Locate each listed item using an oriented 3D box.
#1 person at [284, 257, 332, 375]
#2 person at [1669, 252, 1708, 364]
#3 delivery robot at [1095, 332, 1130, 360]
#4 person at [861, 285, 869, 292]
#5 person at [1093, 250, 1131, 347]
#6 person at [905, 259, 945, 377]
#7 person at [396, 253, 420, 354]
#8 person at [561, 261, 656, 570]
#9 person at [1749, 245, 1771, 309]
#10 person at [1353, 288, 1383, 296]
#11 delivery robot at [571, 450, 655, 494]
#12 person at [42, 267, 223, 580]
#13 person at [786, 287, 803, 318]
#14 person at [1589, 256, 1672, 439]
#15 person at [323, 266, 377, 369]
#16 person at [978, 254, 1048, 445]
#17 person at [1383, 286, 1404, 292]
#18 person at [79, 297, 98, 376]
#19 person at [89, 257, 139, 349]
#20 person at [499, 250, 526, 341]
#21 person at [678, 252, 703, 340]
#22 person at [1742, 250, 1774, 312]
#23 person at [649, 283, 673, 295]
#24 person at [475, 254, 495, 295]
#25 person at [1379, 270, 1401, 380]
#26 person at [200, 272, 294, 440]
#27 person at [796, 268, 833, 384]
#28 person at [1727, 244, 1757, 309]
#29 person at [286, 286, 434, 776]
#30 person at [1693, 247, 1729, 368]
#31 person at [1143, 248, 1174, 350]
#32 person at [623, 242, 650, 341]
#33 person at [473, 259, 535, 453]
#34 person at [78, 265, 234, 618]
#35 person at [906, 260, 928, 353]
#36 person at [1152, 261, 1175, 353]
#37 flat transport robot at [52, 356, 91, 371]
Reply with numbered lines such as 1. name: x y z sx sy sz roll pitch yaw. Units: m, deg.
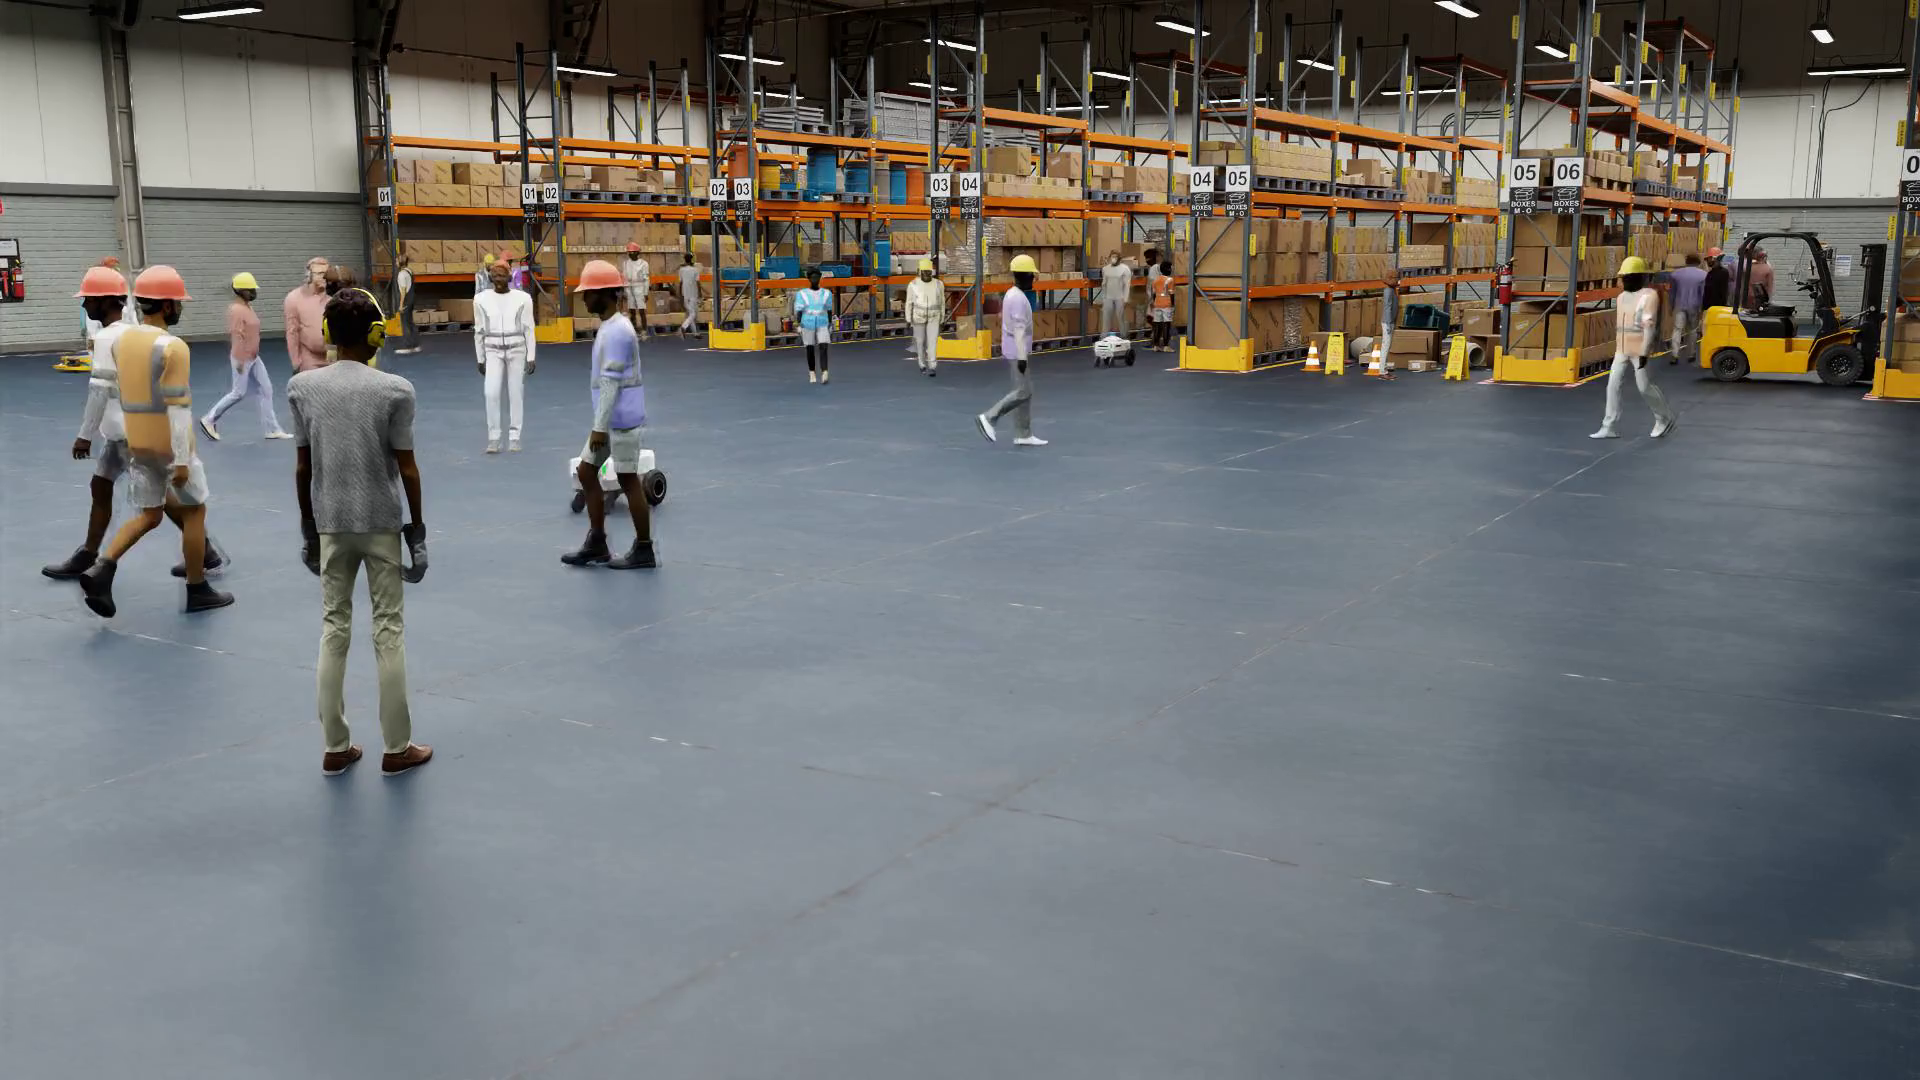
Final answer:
1. person: -6.086 -1.743 15.893 0.636 1.895 0.432 -5 11 -26
2. person: 12.241 -3.898 27.990 0.647 1.892 1.047 7 12 33
3. delivery robot: 2.517 -3.181 27.406 0.477 0.478 0.707 6 12 32
4. person: -2.548 -7.164 46.318 0.595 1.867 0.991 6 12 29
5. person: 2.905 -4.556 31.619 0.655 1.890 0.991 6 12 32
6. person: -0.530 -3.400 25.473 0.615 1.781 0.947 -1 10 -4
7. person: -10.200 -4.353 30.619 0.331 1.844 0.517 0 10 2
8. person: -2.214 -0.745 10.225 0.699 1.912 0.547 -4 11 -20
9. person: 17.779 -5.633 37.243 0.704 2.000 0.888 4 11 19
10. person: 9.169 -5.525 37.361 0.645 1.794 0.971 5 11 28
11. delivery robot: -2.647 -0.555 12.697 0.477 0.478 0.707 4 11 23
12. person: -5.007 -0.689 10.006 1.014 1.893 0.541 -3 11 -18
13. person: -3.594 -5.288 36.482 0.520 1.622 0.475 7 12 33
14. person: 7.032 -1.988 17.243 0.908 1.898 0.591 -4 11 -22
15. person: -5.493 -1.546 14.969 0.464 1.818 0.644 -3 10 -15
16. person: 0.546 -1.880 16.572 0.618 1.914 0.600 0 10 1
17. person: 10.299 -5.930 39.601 0.581 1.799 0.955 8 13 38
18. person: -12.098 -2.963 23.442 0.552 1.619 0.541 -6 12 -31
19. person: -10.157 -2.494 20.200 0.923 1.841 0.606 3 10 15
20. person: -8.625 -4.630 32.048 0.559 1.899 0.978 6 12 30
21. person: -5.662 -5.100 34.814 0.527 1.850 0.791 6 12 29
22. person: 16.407 -5.022 34.278 0.756 1.882 0.637 -6 12 -29
23. person: -7.379 -6.277 41.152 0.627 1.946 1.038 8 13 39
24. person: -9.410 -4.818 33.330 0.591 1.816 0.432 -3 11 -17
25. person: 6.407 -3.205 24.783 0.264 1.632 0.507 3 11 19
26. person: -7.373 -1.879 17.084 0.844 1.735 0.534 0 10 -3
27. person: -2.073 -3.051 23.831 0.547 1.650 0.853 -2 10 -11
28. person: 16.440 -5.225 34.979 0.605 2.034 0.390 6 12 30
29. person: -2.273 -0.022 6.328 0.503 1.862 0.311 0 10 2
30. person: 12.257 -3.760 27.003 0.516 1.957 0.655 0 10 -1
31. person: 3.718 -4.554 31.491 0.597 1.936 0.665 3 11 18
32. person: -6.704 -5.115 34.329 0.611 2.042 0.395 5 11 25
33. person: -4.390 -1.757 16.047 0.581 1.863 0.718 -2 10 -11
34. person: -4.343 -0.509 8.912 0.550 1.911 0.757 5 11 24
35. person: -0.701 -4.282 30.568 0.512 1.705 0.823 5 11 28
36. person: 3.777 -4.307 30.767 0.317 1.698 0.540 -8 13 -37
37. flat transport robot: -13.678 -2.862 26.676 0.652 0.197 1.431 8 13 37
